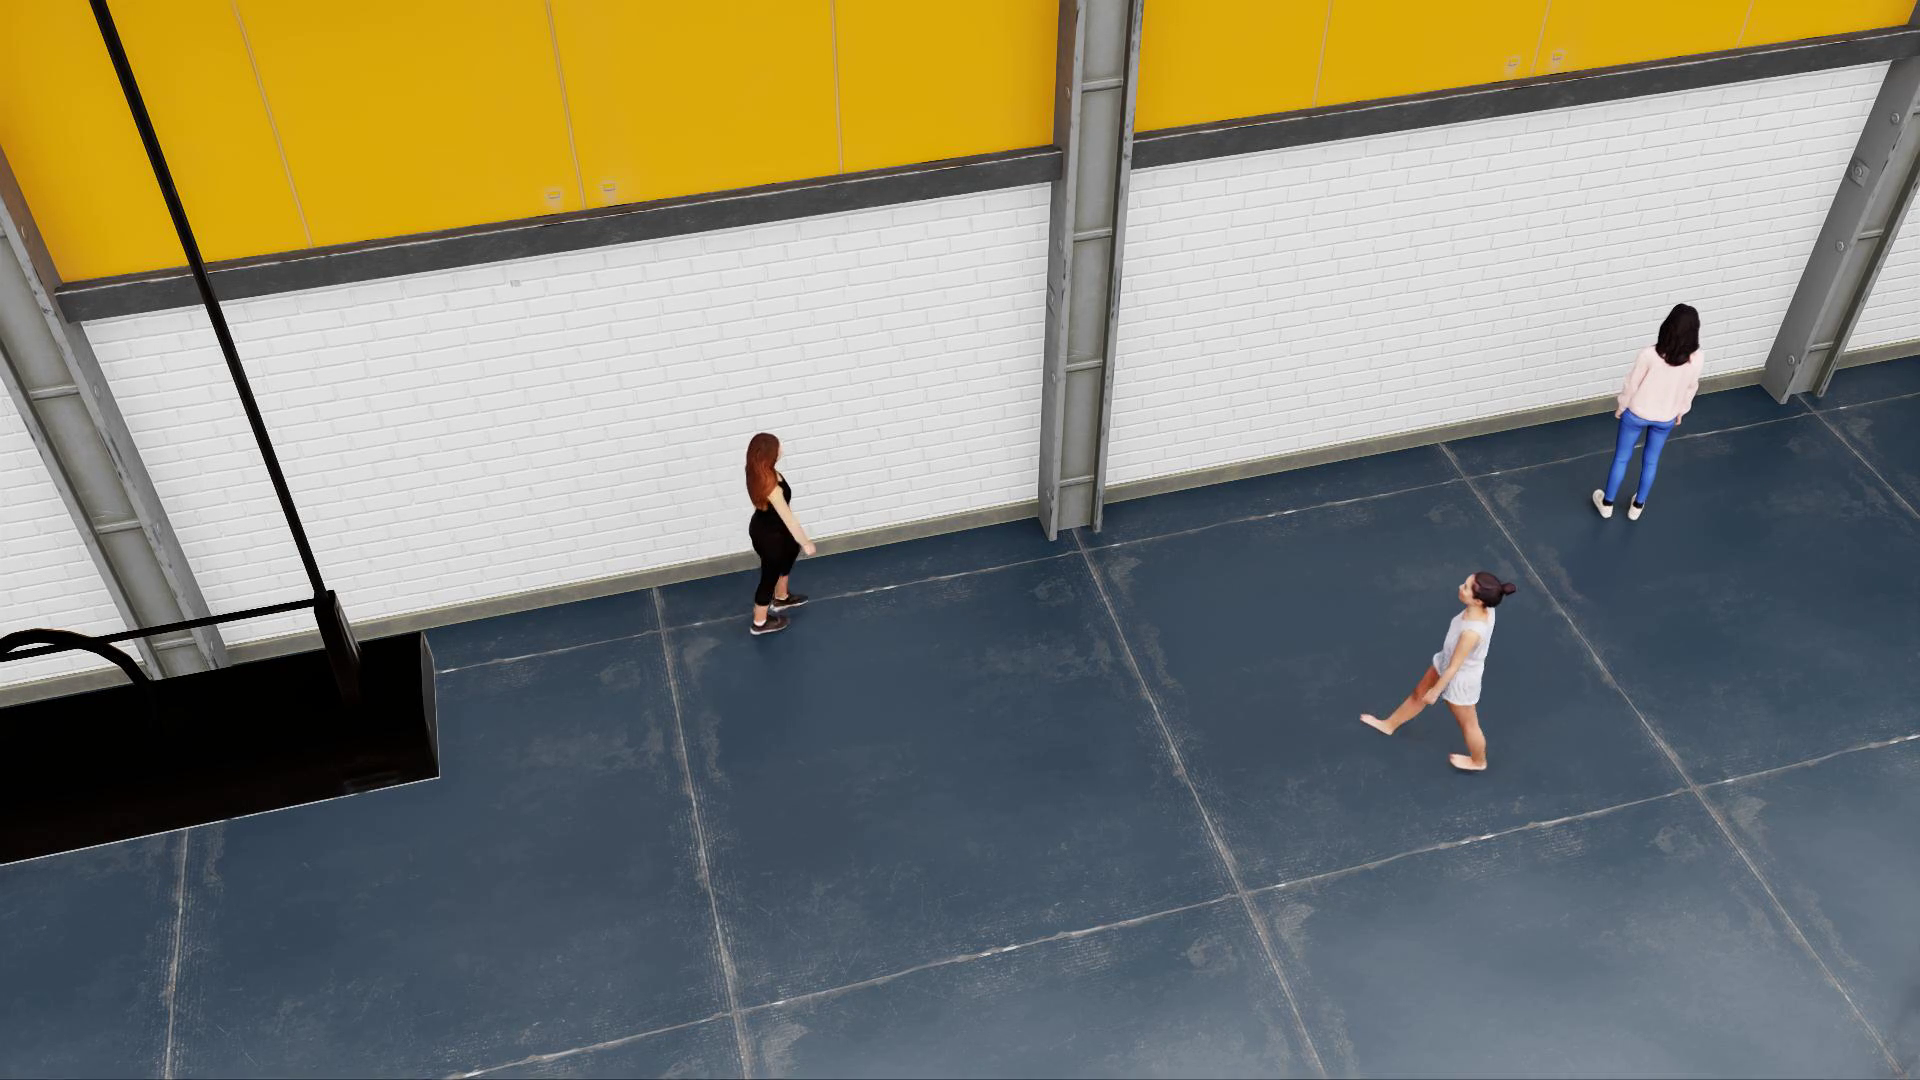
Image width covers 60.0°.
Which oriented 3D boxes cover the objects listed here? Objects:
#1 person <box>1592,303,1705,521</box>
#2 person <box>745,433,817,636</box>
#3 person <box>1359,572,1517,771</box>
[{"bbox_3d":[4.792,-0.871,11.551,0.639,1.768,0.784,7,44,7],"label":"person"},{"bbox_3d":[-1.301,0.004,10.677,0.700,1.707,0.606,-17,46,-17],"label":"person"},{"bbox_3d":[3.049,0.831,9.918,1.112,1.557,0.974,15,46,15],"label":"person"}]
